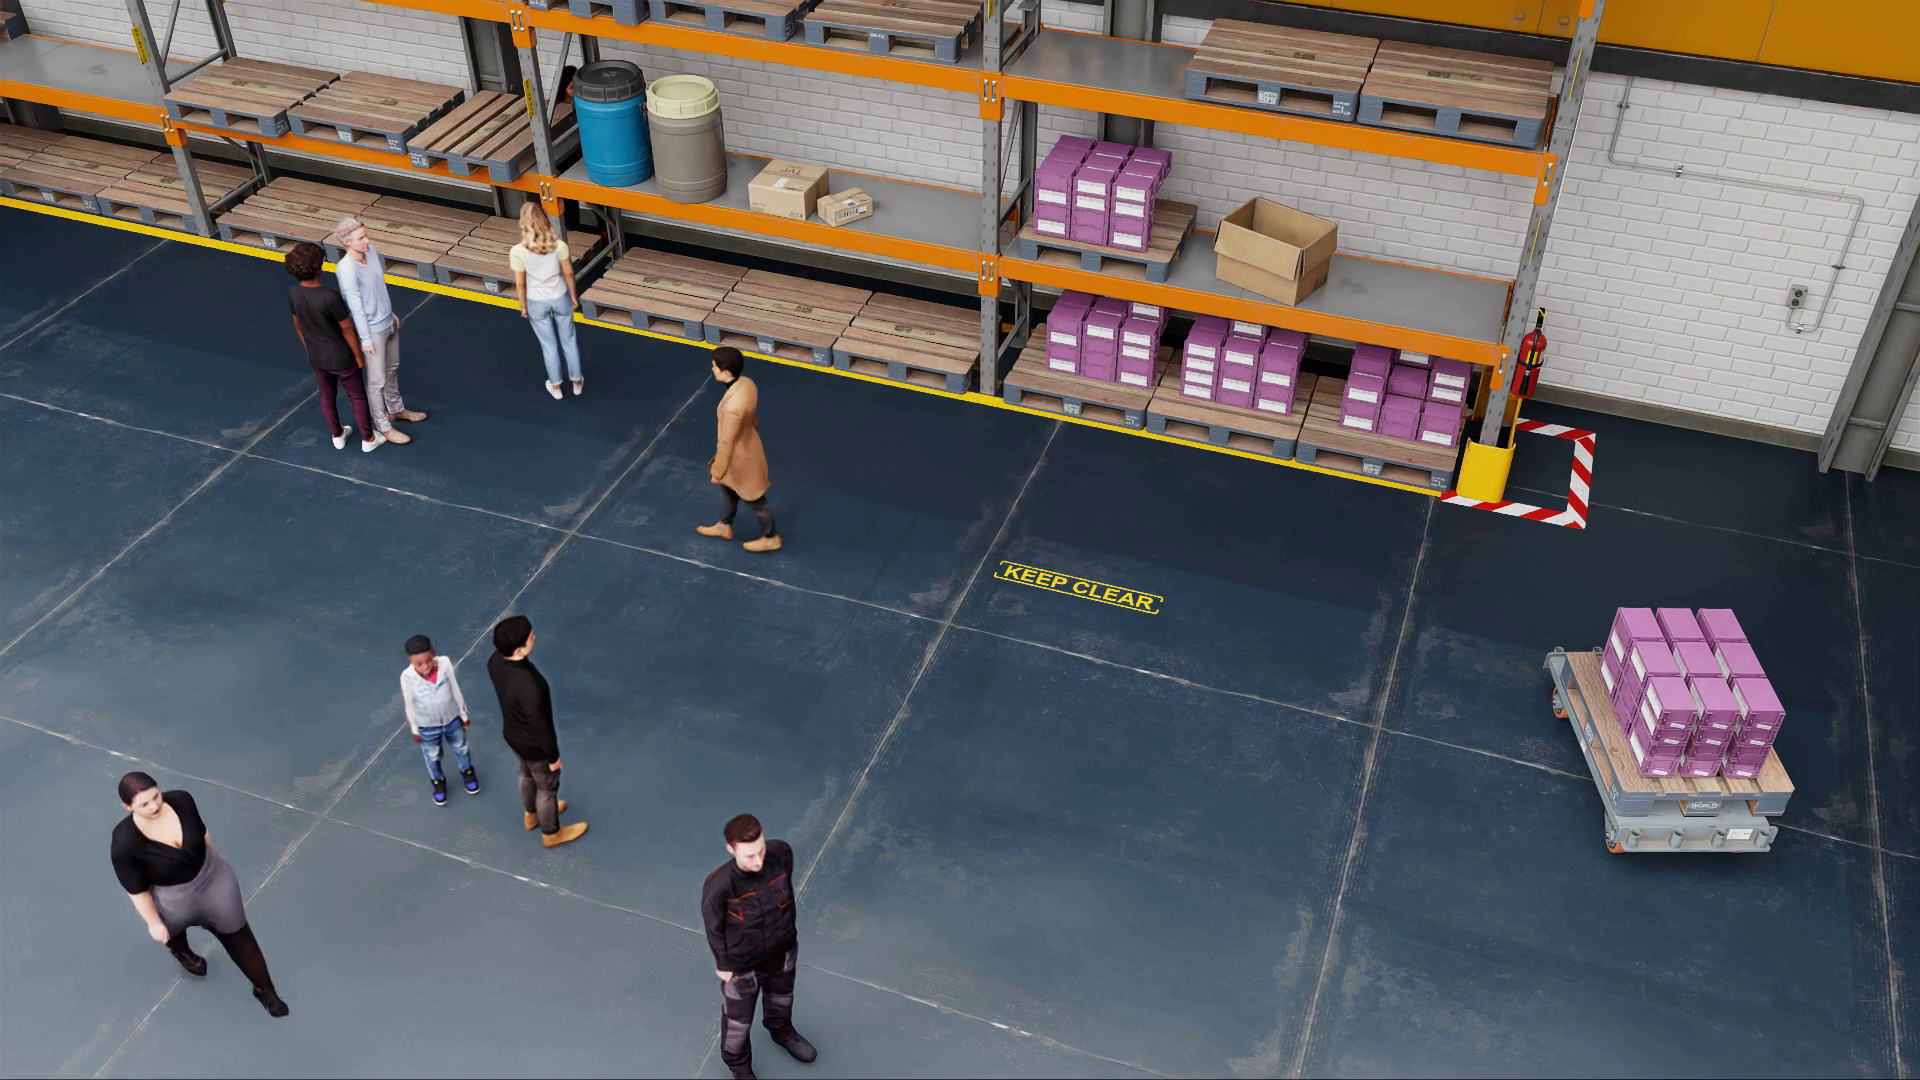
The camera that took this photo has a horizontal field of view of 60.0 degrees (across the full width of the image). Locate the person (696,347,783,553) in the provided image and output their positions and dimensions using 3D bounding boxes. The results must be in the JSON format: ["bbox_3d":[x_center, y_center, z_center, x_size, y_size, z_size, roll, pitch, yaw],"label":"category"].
[{"bbox_3d":[-1.454,-0.605,11.774,0.981,1.705,0.834,-2,39,-2],"label":"person"}]

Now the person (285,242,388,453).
[{"bbox_3d":[-4.844,-1.473,12.798,0.550,1.784,0.714,8,39,9],"label":"person"}]

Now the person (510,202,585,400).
[{"bbox_3d":[-3.314,-1.919,13.405,0.694,1.723,0.764,-14,41,-17],"label":"person"}]

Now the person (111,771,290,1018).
[{"bbox_3d":[-4.150,1.820,8.741,1.176,1.701,0.854,23,44,26],"label":"person"}]

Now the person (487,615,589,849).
[{"bbox_3d":[-2.486,1.109,9.615,0.787,1.721,0.668,-27,46,-30],"label":"person"}]

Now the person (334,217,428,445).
[{"bbox_3d":[-4.553,-1.654,12.937,0.630,1.893,0.712,6,39,7],"label":"person"}]

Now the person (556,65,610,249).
[{"bbox_3d":[-3.500,-3.515,15.330,0.772,1.813,0.836,-15,41,-18],"label":"person"}]

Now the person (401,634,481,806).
[{"bbox_3d":[-3.150,1.048,10.065,0.573,1.255,0.631,-19,42,-23],"label":"person"}]

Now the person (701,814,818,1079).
[{"bbox_3d":[-1.009,2.040,8.295,0.776,1.912,0.763,-30,47,-32],"label":"person"}]
